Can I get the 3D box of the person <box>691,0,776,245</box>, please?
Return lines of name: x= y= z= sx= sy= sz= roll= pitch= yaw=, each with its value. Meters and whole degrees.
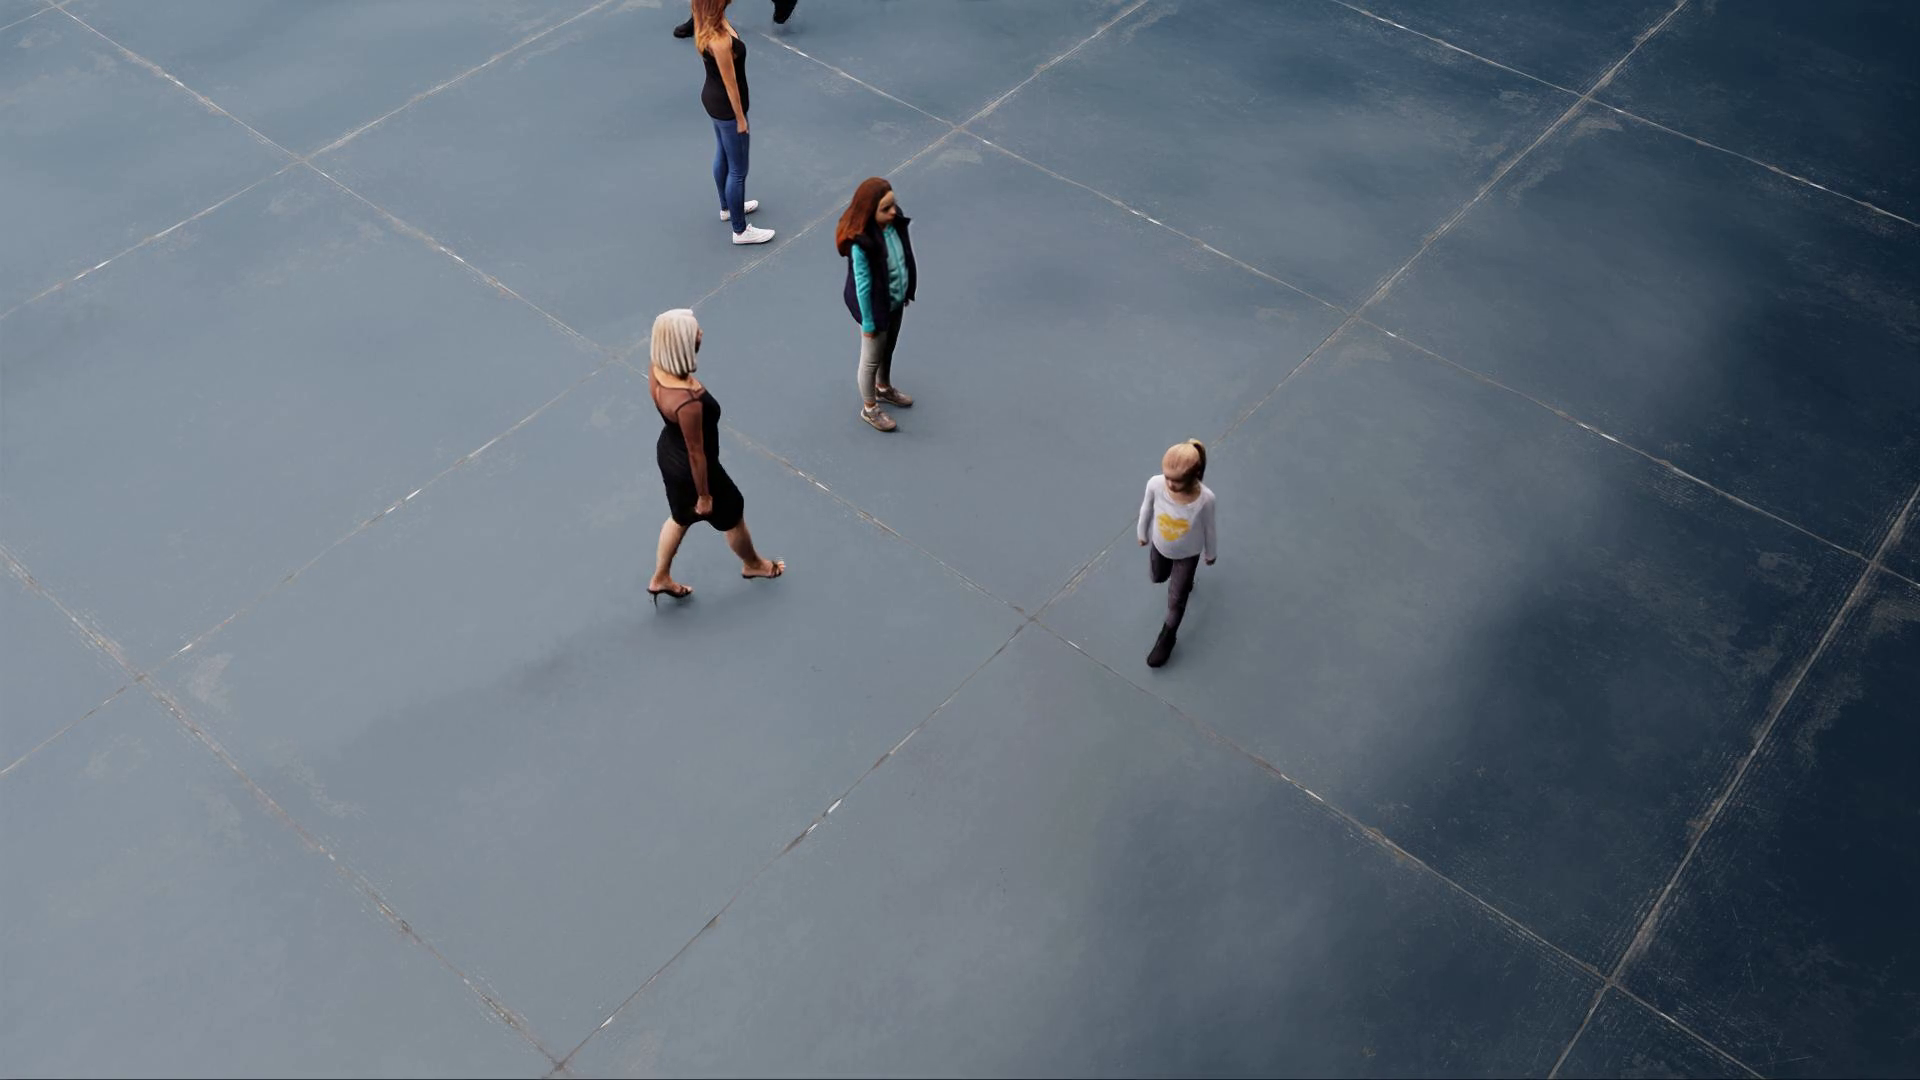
person: x=-1.348 y=-2.513 z=9.597 sx=0.675 sy=1.722 sz=0.668 roll=-16 pitch=49 yaw=-14

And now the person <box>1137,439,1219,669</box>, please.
person: x=1.016 y=-0.025 z=7.614 sx=0.656 sy=1.255 sz=0.888 roll=17 pitch=50 yaw=15

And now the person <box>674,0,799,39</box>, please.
person: x=-1.544 y=-4.132 z=11.130 sx=1.161 sy=1.670 sz=0.970 roll=-12 pitch=48 yaw=-11

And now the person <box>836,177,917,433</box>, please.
person: x=-0.418 y=-1.228 z=8.560 sx=0.687 sy=1.501 sz=0.586 roll=20 pitch=50 yaw=18

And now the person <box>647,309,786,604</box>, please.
person: x=-1.285 y=-0.315 z=7.567 sx=1.003 sy=1.719 sz=0.817 roll=-23 pitch=51 yaw=-20
